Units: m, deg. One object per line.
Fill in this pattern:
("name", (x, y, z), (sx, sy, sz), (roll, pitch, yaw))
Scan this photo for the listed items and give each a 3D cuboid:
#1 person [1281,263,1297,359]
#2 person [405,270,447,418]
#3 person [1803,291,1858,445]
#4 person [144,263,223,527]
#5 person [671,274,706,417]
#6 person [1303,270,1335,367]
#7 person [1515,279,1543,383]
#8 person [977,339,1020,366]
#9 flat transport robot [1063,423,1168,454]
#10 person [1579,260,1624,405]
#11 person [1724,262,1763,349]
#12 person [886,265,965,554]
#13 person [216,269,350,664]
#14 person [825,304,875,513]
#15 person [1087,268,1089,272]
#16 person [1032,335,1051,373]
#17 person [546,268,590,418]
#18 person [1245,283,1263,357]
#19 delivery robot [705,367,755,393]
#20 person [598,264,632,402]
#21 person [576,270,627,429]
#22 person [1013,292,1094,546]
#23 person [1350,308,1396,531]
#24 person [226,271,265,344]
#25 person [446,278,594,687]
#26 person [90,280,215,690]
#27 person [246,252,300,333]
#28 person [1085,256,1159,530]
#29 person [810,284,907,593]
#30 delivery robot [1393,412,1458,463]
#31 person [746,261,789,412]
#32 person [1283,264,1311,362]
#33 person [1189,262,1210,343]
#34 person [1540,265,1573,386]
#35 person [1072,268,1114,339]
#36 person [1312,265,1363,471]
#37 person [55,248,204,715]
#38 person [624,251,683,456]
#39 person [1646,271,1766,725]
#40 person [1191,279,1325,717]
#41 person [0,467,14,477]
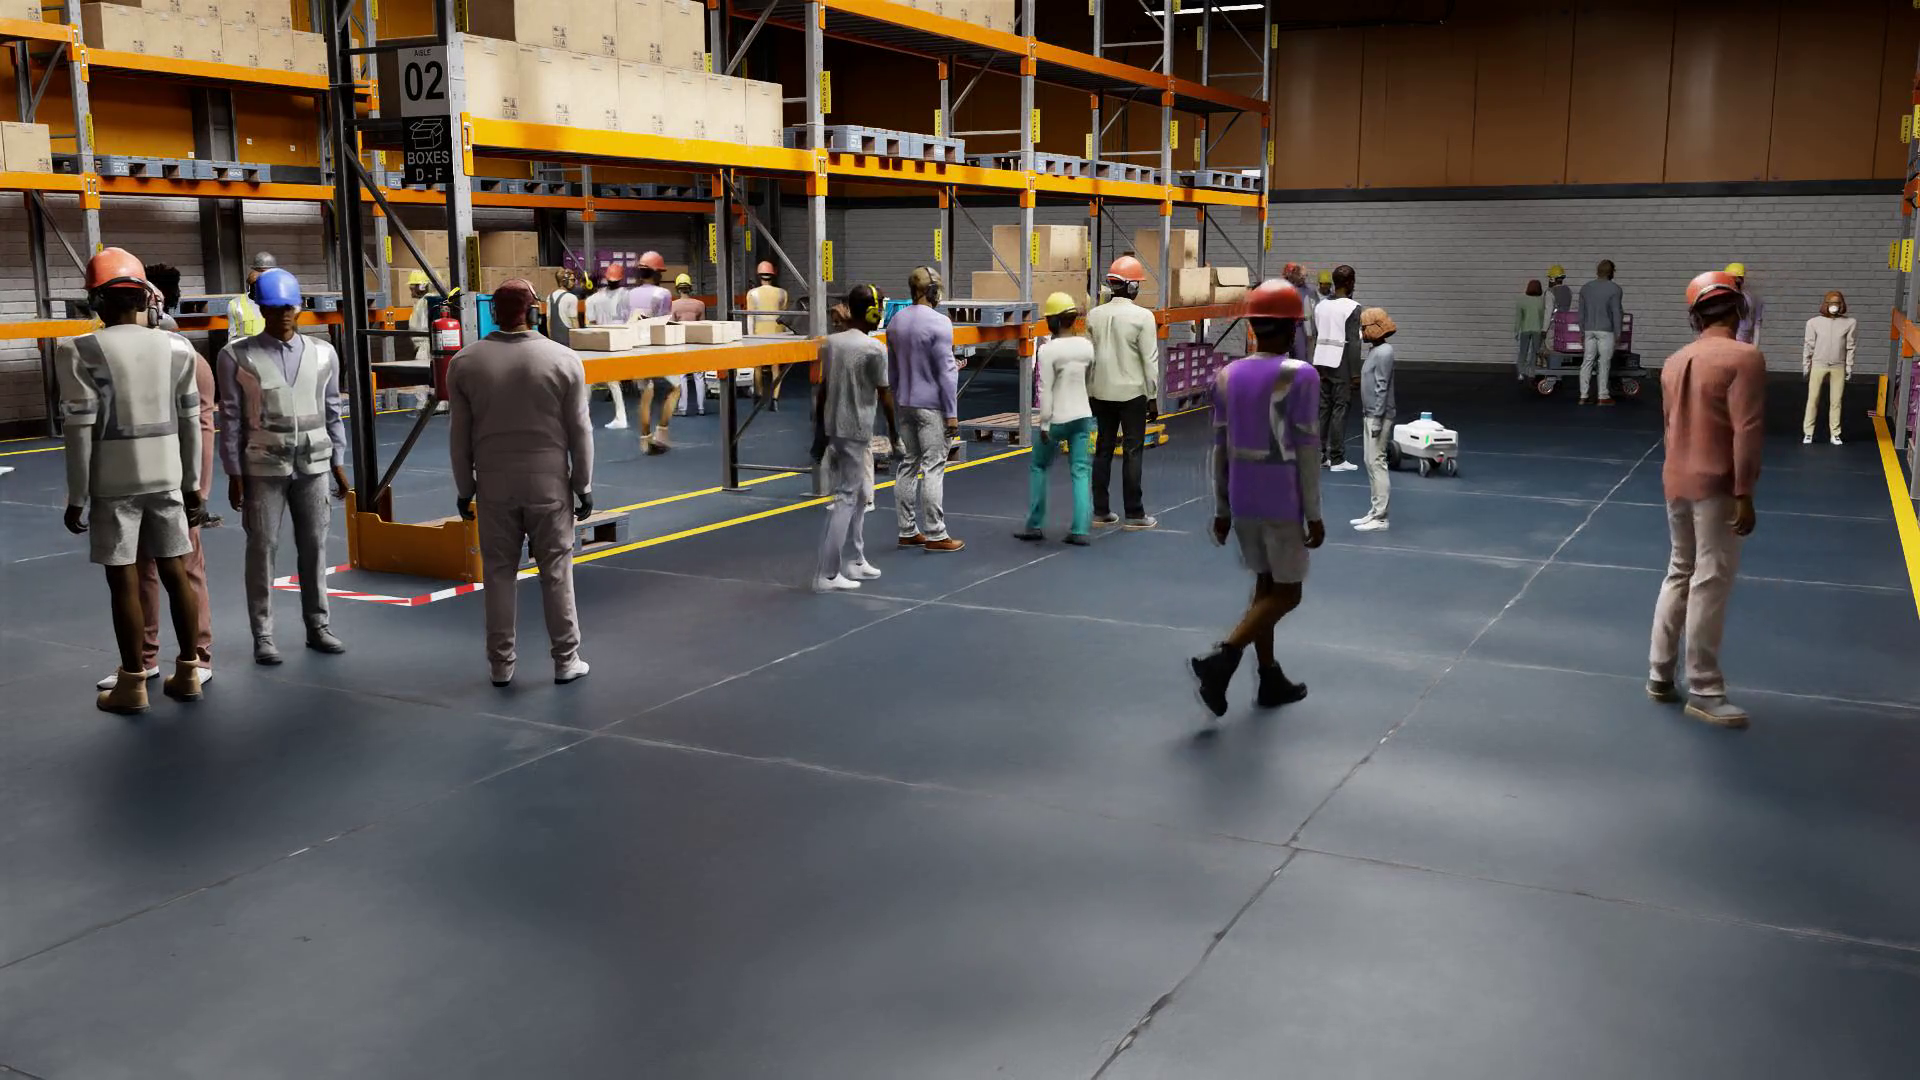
("person", (5.238, -3.207, 24.921), (0.954, 1.889, 0.579), (3, 10, 15))
("person", (-6.604, -2.375, 20.286), (0.660, 1.806, 0.631), (-5, 11, -29))
("person", (9.176, -1.813, 17.583), (0.491, 1.626, 0.282), (3, 10, 18))
("person", (-5.723, -1.040, 12.163), (0.625, 1.947, 0.617), (9, 13, 41))
("person", (-3.392, -2.405, 20.602), (0.526, 1.765, 0.329), (-6, 12, -31))
("person", (5.181, -2.979, 23.877), (0.578, 1.788, 0.945), (0, 10, -1))
("person", (8.796, -3.184, 25.530), (0.511, 1.620, 0.415), (5, 11, 28))
("person", (0.787, -4.054, 29.866), (1.095, 1.871, 0.629), (9, 13, 43))
("flat transport robot", (1.623, -1.061, 17.132), (0.652, 0.197, 1.431), (4, 11, 24))
("person", (8.547, -2.748, 22.137), (0.465, 1.931, 0.644), (-6, 12, -32))
("person", (8.403, -2.057, 18.149), (0.588, 1.918, 0.401), (1, 10, 8))
("person", (-0.237, -0.875, 11.237), (0.372, 1.940, 0.632), (-9, 13, -42))
("person", (-3.344, -0.361, 8.266), (0.626, 1.940, 0.424), (-8, 13, -40))
("person", (-0.859, -1.018, 12.949), (0.312, 1.634, 0.514), (-9, 13, -42))
("person", (2.126, -4.000, 29.386), (0.378, 1.918, 0.585), (4, 11, 22))
("person", (1.339, -3.817, 28.107), (0.621, 1.994, 0.381), (-1, 10, -7))
("person", (-4.782, -2.364, 20.142), (0.505, 1.840, 0.346), (7, 12, 34))
("person", (3.278, -1.939, 18.091), (0.316, 1.696, 0.541), (-6, 12, -32))
("delivery robot", (-3.184, -2.271, 23.047), (0.477, 0.478, 0.707), (8, 13, 39))
("person", (-4.686, -2.835, 22.784), (0.584, 1.887, 0.709), (4, 11, 24))
("person", (-4.231, -2.190, 19.178), (0.910, 1.815, 0.586), (3, 10, 16))
("person", (0.668, -0.840, 11.595), (0.538, 1.745, 0.676), (-7, 12, -34))
("person", (3.039, -0.883, 12.200), (0.290, 1.623, 0.507), (1, 10, 4))
("person", (-7.316, -1.888, 17.416), (0.624, 1.837, 0.429), (-4, 11, -22))
("person", (-2.038, -0.263, 7.795), (0.651, 1.904, 0.403), (-1, 10, -6))
("person", (-3.750, -0.246, 7.673), (0.643, 1.913, 0.411), (2, 10, 13))
("person", (-7.791, -2.220, 18.725), (0.537, 2.000, 0.689), (4, 11, 23))
("person", (1.191, -1.067, 12.185), (0.622, 1.993, 0.382), (8, 12, 38))
("person", (-0.591, -0.609, 9.997), (0.745, 1.831, 0.532), (-8, 13, -40))
("delivery robot", (4.277, -0.930, 15.283), (0.477, 0.478, 0.707), (-2, 10, -11))
("person", (-2.482, -2.617, 21.406), (0.561, 1.905, 0.853), (-2, 10, -13))
("person", (4.896, -3.162, 24.750), (0.658, 1.870, 0.914), (-4, 11, -22))
("person", (3.807, -3.466, 26.416), (0.347, 1.879, 0.580), (8, 12, 37))
("person", (8.999, -3.237, 25.215), (0.587, 1.833, 0.404), (-8, 13, -39))
("person", (1.824, -2.840, 22.940), (0.622, 1.835, 0.430), (-1, 10, -4))
("person", (3.499, -1.593, 15.495), (0.392, 1.911, 0.581), (-5, 11, -25))
("person", (-3.655, -0.255, 7.341), (0.376, 2.041, 0.615), (7, 12, 35))
("person", (-3.046, -1.855, 16.623), (0.619, 2.029, 0.506), (6, 12, 32))
("person", (3.328, -0.193, 7.305), (0.389, 1.949, 0.759), (-2, 10, -9))
("person", (1.283, -0.168, 7.205), (0.738, 1.915, 0.549), (-7, 12, -36))
("person", (-8.592, -1.244, 14.324), (0.814, 1.599, 0.530), (-9, 13, -43))
